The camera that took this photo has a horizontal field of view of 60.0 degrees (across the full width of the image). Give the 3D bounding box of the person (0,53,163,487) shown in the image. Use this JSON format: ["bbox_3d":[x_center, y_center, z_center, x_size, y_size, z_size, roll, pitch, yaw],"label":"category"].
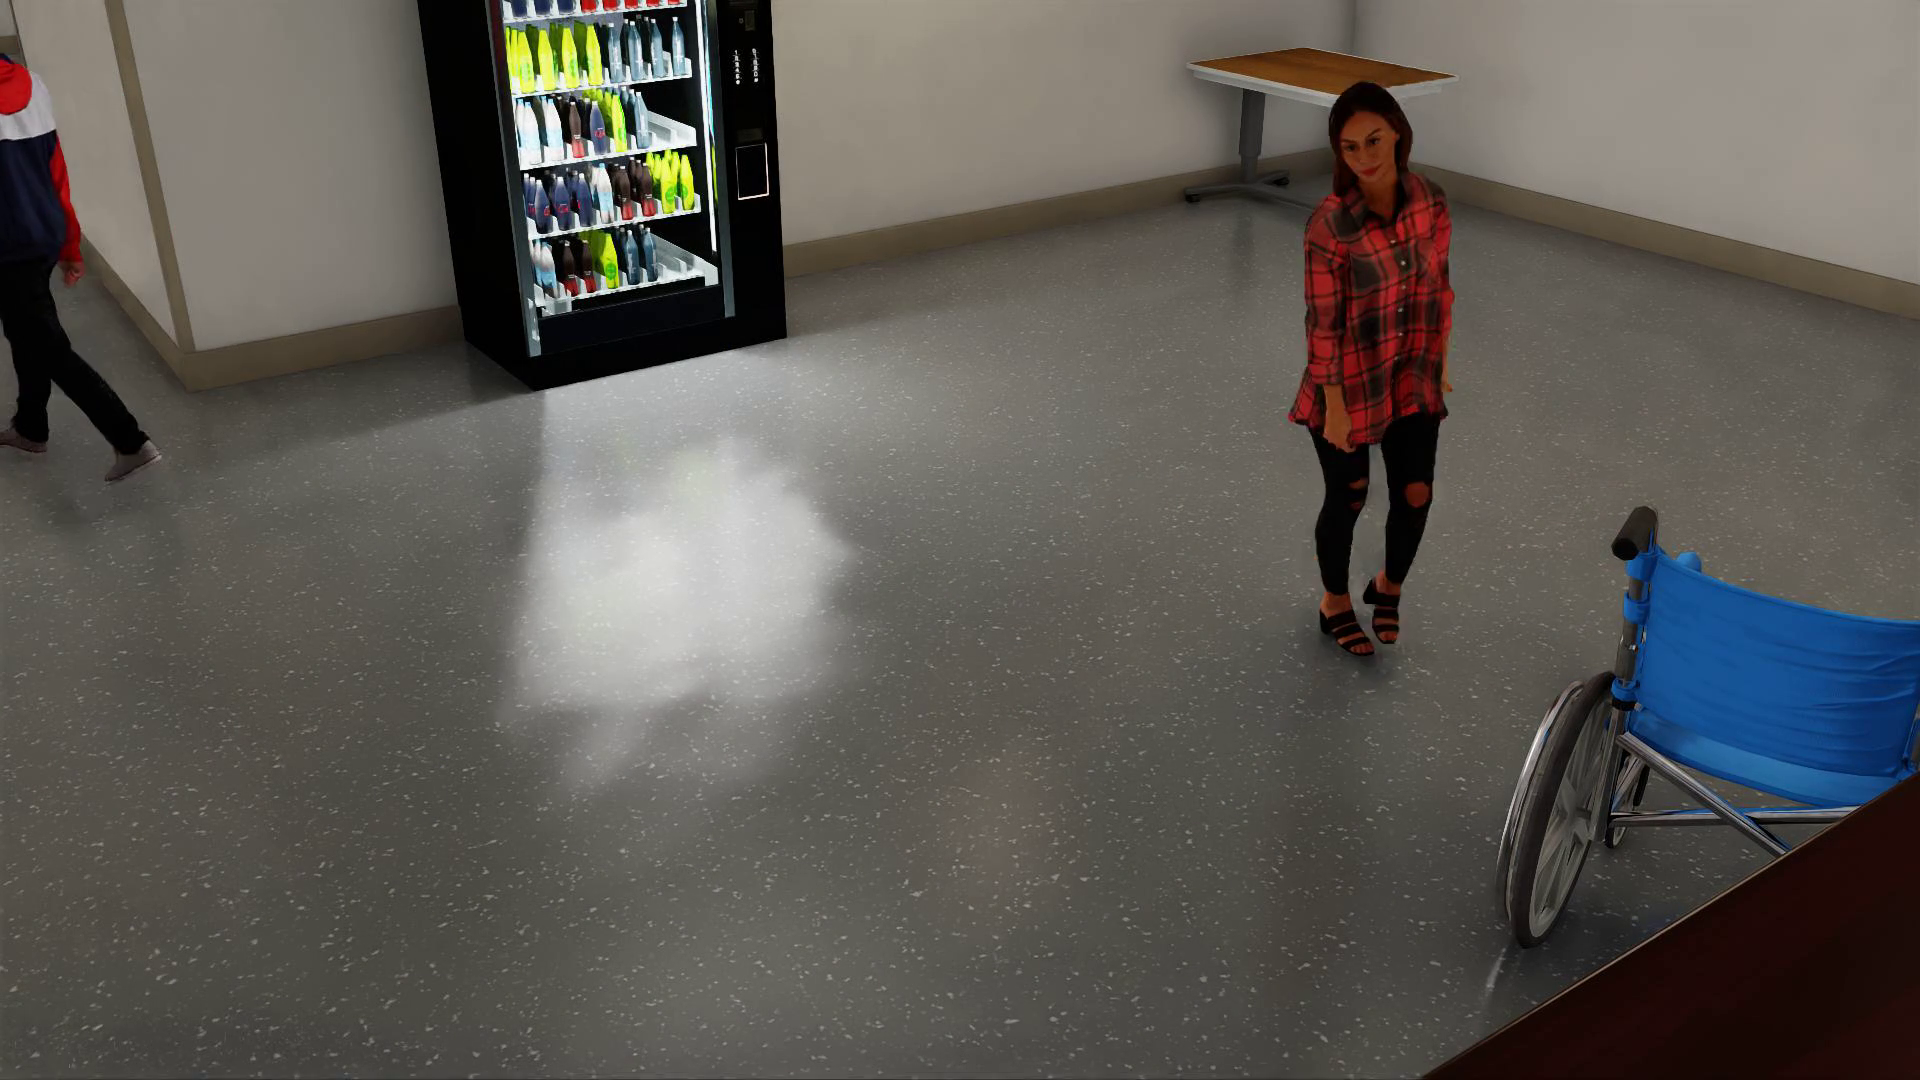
[{"bbox_3d":[-3.210,-0.998,5.765,1.159,1.724,1.164,7,27,14],"label":"person"}]

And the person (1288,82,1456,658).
[{"bbox_3d":[1.145,-0.434,4.649,0.644,1.679,0.807,-15,30,-28],"label":"person"}]
